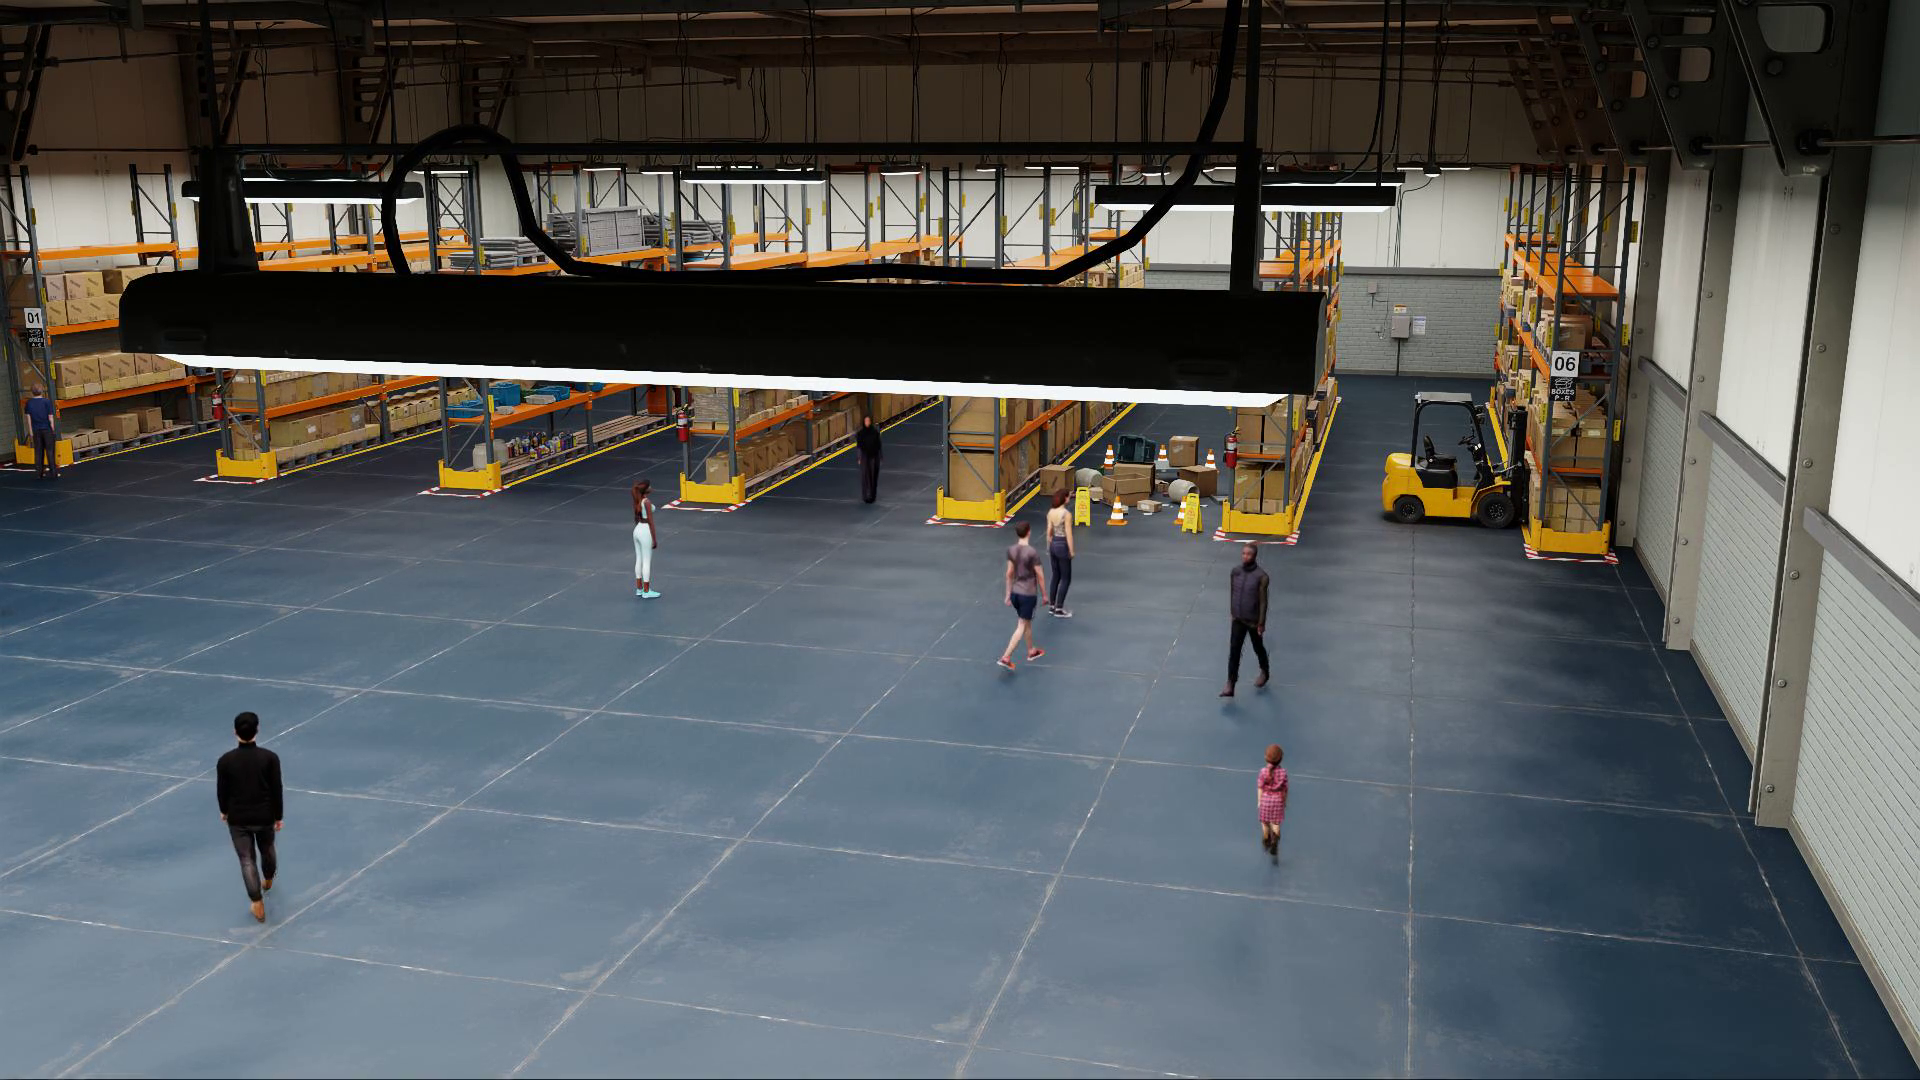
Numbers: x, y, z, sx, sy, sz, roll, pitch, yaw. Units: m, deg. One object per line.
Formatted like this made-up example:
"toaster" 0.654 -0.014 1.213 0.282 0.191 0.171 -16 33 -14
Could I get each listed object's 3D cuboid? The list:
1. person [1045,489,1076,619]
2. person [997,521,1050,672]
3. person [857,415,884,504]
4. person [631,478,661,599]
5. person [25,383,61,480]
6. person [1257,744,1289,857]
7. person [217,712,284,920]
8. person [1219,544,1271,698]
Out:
"person" 1.361 0.170 22.814 0.976 1.757 0.946 -10 17 -38
"person" 0.735 0.718 20.331 1.020 1.810 1.276 12 18 41
"person" -1.641 -1.498 30.359 0.907 1.602 1.177 -2 13 -8
"person" -4.525 -0.046 23.816 0.687 1.725 0.657 -11 17 -40
"person" -17.937 -2.137 32.524 0.719 1.870 0.673 -1 13 -6
"person" 2.817 2.355 15.023 0.511 1.014 0.703 1 13 2
"person" -5.857 2.304 13.753 1.053 1.686 1.134 -7 15 -27
"person" 3.425 0.934 19.438 1.080 1.791 1.334 11 17 40
